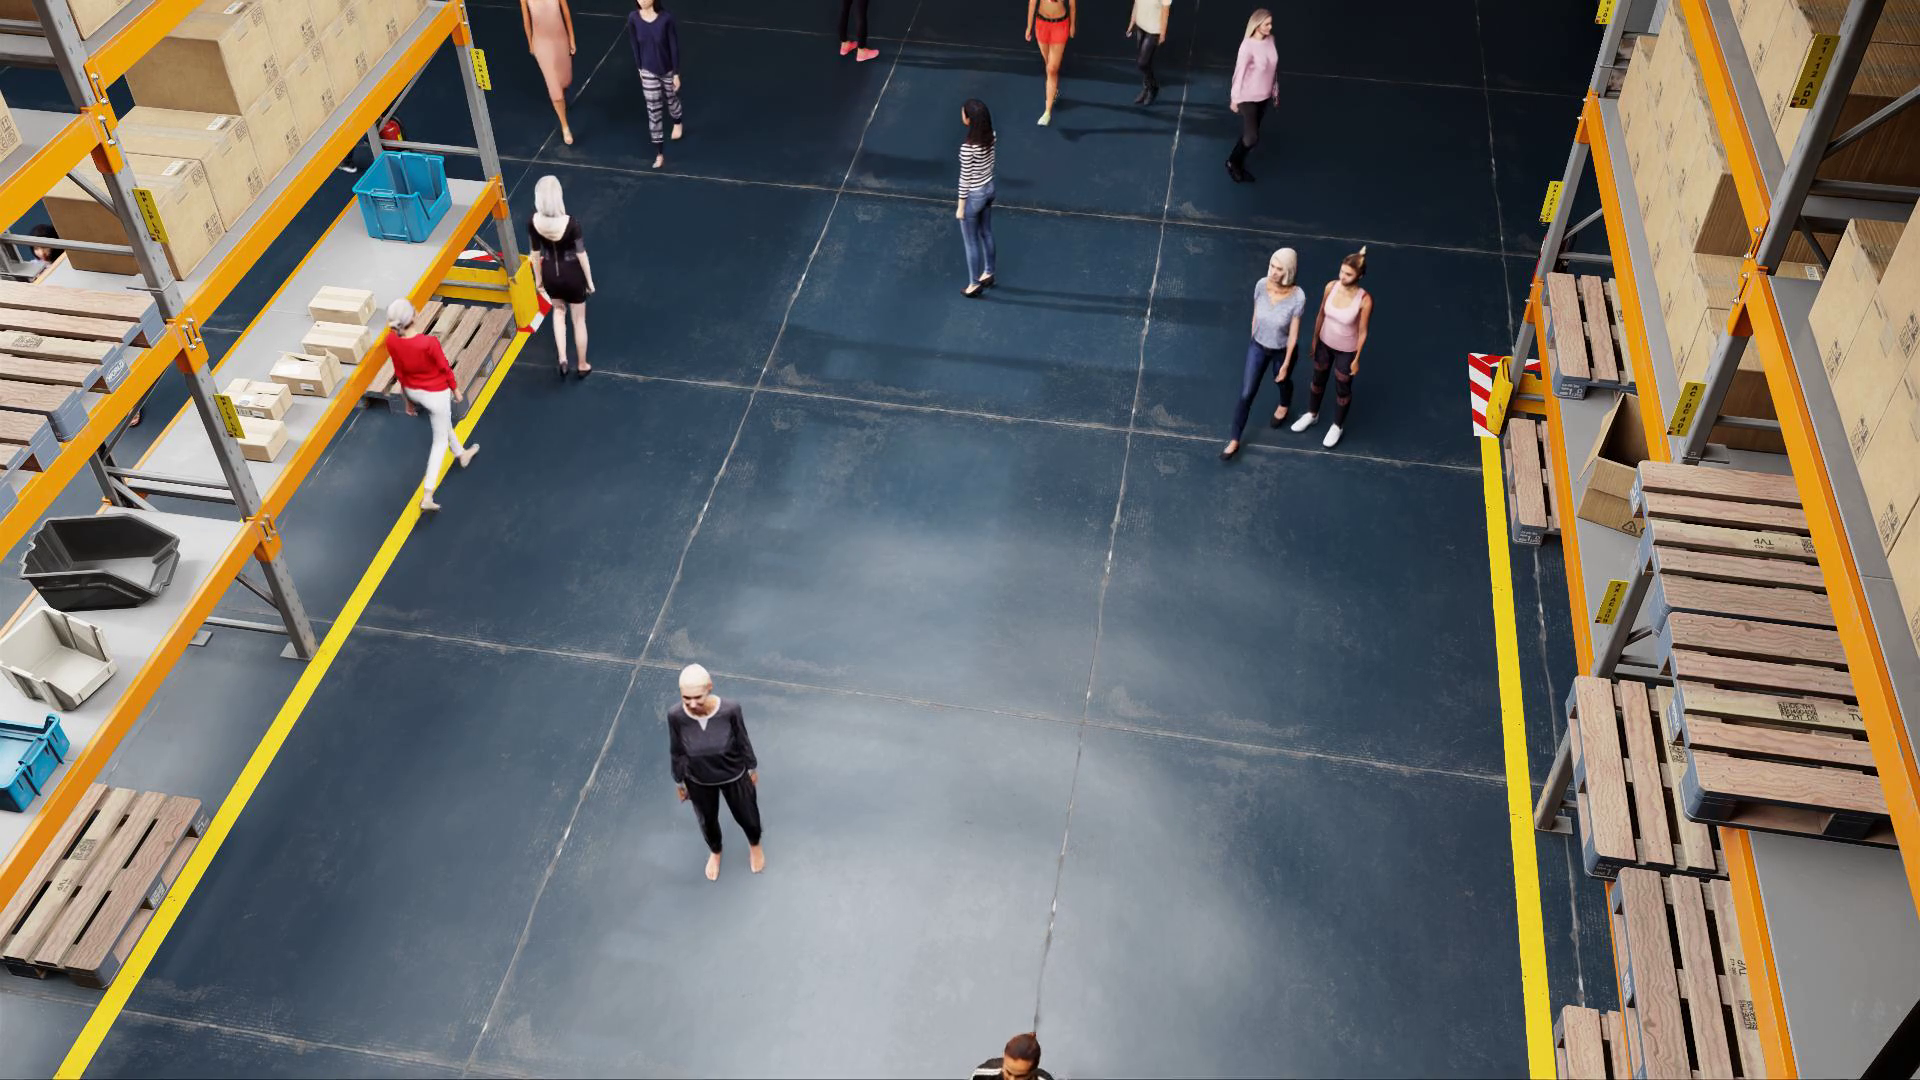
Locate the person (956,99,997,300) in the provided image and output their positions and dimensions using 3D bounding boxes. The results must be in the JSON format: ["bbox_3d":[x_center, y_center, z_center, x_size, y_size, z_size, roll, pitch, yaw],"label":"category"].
[{"bbox_3d":[0.140,-2.786,13.652,0.696,1.793,0.566,24,48,23],"label":"person"}]

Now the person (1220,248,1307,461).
[{"bbox_3d":[2.368,-1.439,12.321,0.872,1.679,1.182,25,49,24],"label":"person"}]

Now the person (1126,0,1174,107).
[{"bbox_3d":[1.890,-4.960,16.093,0.742,1.575,0.677,-25,49,-24],"label":"person"}]

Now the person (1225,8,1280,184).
[{"bbox_3d":[2.586,-4.039,15.052,0.684,1.677,0.768,-34,53,-30],"label":"person"}]

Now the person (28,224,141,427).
[{"bbox_3d":[-6.565,-1.593,12.443,0.654,1.733,0.594,-4,44,-4],"label":"person"}]

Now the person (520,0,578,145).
[{"bbox_3d":[-3.848,-4.700,15.655,0.942,1.802,1.172,-14,45,-14],"label":"person"}]

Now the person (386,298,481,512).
[{"bbox_3d":[-3.792,-0.949,11.823,0.589,1.657,1.129,10,44,10],"label":"person"}]

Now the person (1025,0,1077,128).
[{"bbox_3d":[0.902,-4.942,15.944,0.696,1.754,1.081,15,46,15],"label":"person"}]

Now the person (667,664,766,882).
[{"bbox_3d":[-1.378,1.280,9.433,0.684,1.726,0.613,-3,44,-3],"label":"person"}]

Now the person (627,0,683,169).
[{"bbox_3d":[-2.755,-4.394,15.418,0.729,1.685,1.124,1,44,1],"label":"person"}]

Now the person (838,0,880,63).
[{"bbox_3d":[-1.086,-5.690,16.773,0.679,1.693,0.696,32,52,29],"label":"person"}]

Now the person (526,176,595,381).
[{"bbox_3d":[-3.058,-1.927,12.732,0.629,1.818,0.708,3,44,3],"label":"person"}]

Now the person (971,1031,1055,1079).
[{"bbox_3d":[0.265,2.763,7.927,0.670,1.655,0.896,13,45,14],"label":"person"}]

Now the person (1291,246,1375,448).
[{"bbox_3d":[2.815,-1.440,12.348,0.650,1.644,0.669,31,52,28],"label":"person"}]
